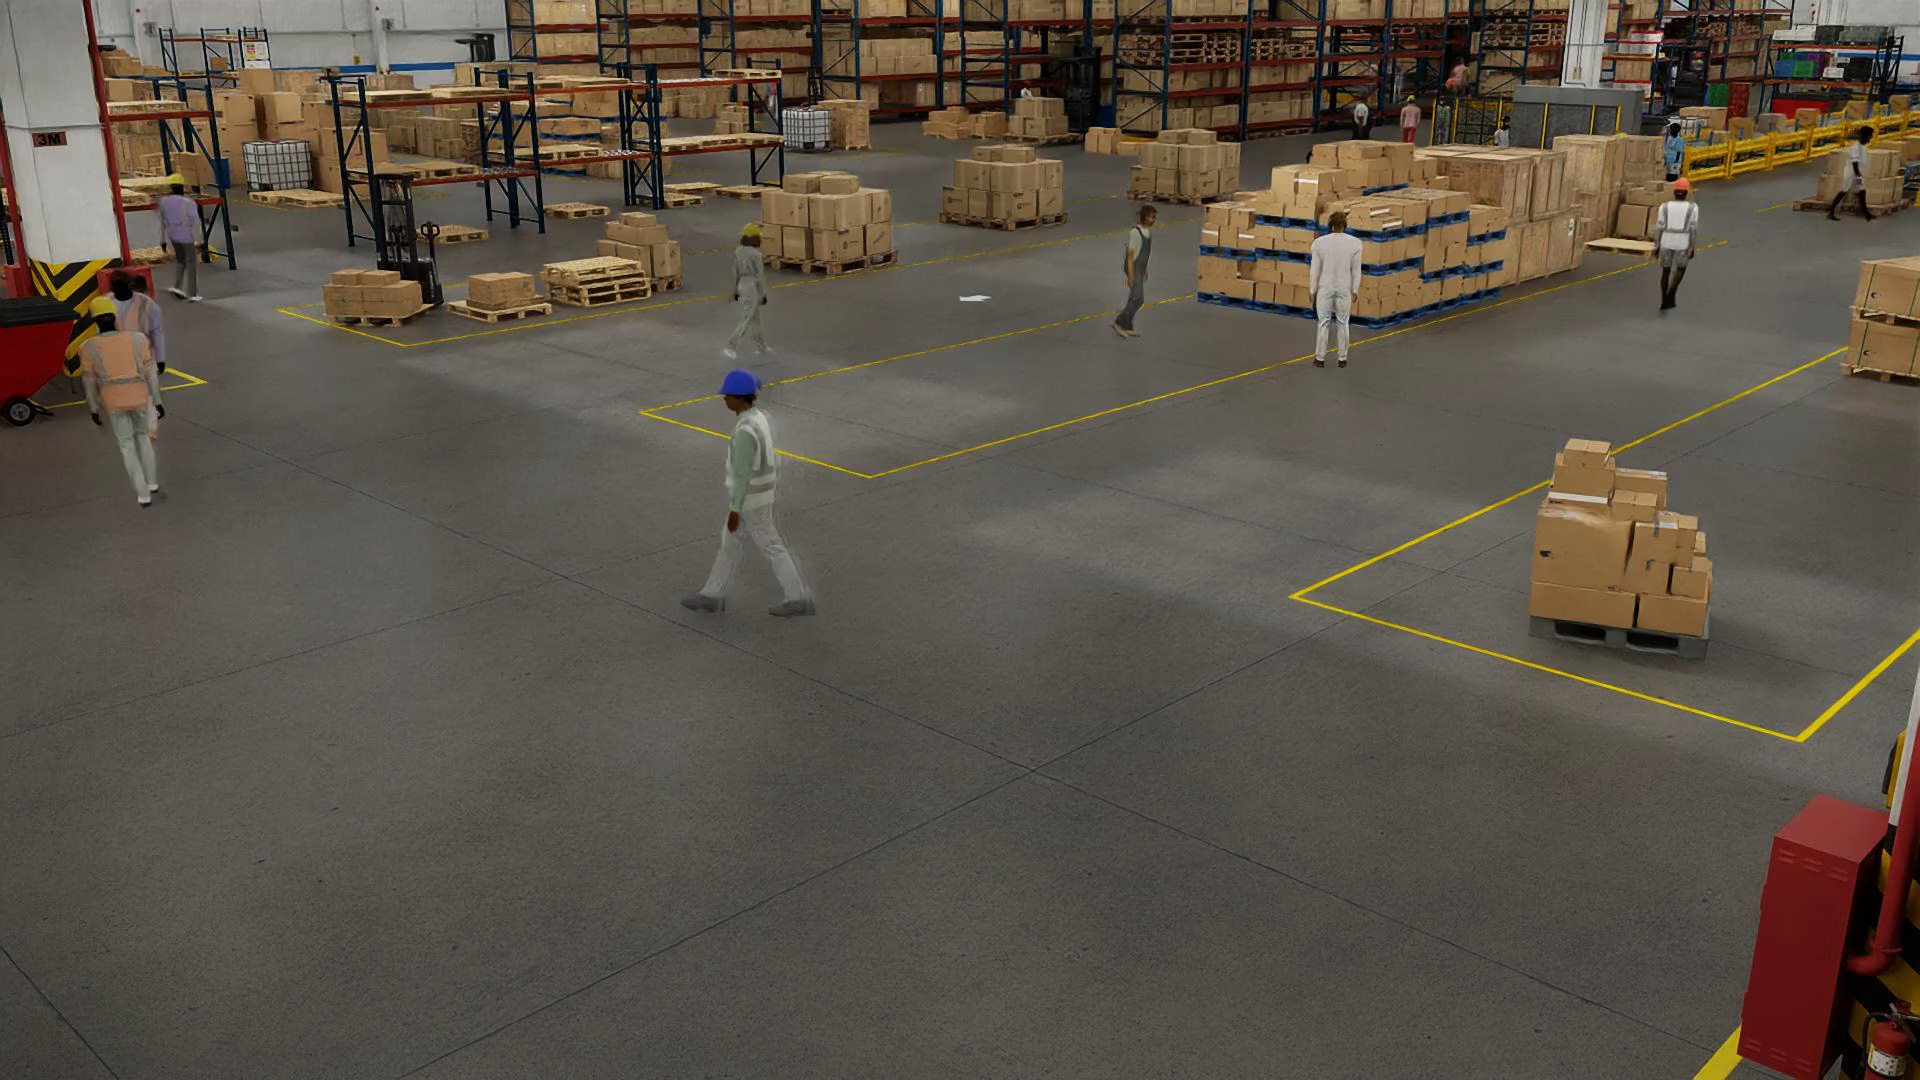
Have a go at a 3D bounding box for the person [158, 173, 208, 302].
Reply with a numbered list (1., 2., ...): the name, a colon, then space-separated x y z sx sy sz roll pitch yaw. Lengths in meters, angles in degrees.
1. person: -11.659 -4.534 24.966 0.624 1.905 0.449 2 18 7

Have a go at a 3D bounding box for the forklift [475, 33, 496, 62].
1. forklift: -18.639 -18.554 65.683 1.129 2.768 1.873 17 25 41

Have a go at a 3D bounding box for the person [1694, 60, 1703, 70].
1. person: 29.286 -18.146 66.103 0.587 1.826 0.404 -9 20 -25

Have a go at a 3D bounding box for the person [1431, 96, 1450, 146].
1. person: 13.668 -11.819 47.384 0.509 1.589 0.802 9 20 24

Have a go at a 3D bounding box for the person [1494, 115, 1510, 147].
1. person: 11.951 -8.417 36.721 0.328 1.872 0.514 17 25 42

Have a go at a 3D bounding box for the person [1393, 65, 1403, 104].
1. person: 17.470 -18.161 66.528 0.503 1.589 0.844 15 24 38

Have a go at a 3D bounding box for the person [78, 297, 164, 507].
1. person: -7.642 -1.272 15.156 0.611 1.887 0.792 -13 23 -35

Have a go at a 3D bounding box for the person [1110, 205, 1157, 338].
1. person: 2.365 -3.583 22.273 0.530 1.805 0.553 9 20 24

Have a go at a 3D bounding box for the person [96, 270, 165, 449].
1. person: -8.452 -1.822 16.940 0.652 1.808 0.882 -5 19 -14

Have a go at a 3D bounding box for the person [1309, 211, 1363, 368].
1. person: 4.626 -3.092 20.573 0.627 1.937 0.372 2 18 5

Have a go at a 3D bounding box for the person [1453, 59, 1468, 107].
1. person: 19.922 -18.251 66.361 0.965 1.867 0.656 -15 24 -38

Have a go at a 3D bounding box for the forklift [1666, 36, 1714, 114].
1. forklift: 27.341 -17.291 61.877 1.129 2.768 1.873 17 25 41

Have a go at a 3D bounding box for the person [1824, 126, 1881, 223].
1. person: 17.990 -7.312 33.330 0.625 1.908 1.021 -16 24 -39

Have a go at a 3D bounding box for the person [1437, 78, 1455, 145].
1. person: 14.434 -12.658 49.306 0.623 1.989 0.399 -14 23 -37

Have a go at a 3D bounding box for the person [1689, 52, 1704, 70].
1. person: 31.552 -19.948 71.392 0.582 1.915 0.582 10 21 27

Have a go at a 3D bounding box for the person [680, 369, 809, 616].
1. person: -1.596 -0.328 12.315 0.988 1.894 0.629 -1 18 -3

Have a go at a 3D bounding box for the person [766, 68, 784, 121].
1. person: -6.571 -15.830 59.119 0.656 1.827 0.444 -6 19 -18

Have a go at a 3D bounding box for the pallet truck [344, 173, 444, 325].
1. pallet truck: -8.209 -4.181 23.757 0.823 1.965 1.885 3 19 9

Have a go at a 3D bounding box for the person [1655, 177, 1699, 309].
1. person: 10.439 -4.321 24.287 0.563 1.928 0.423 12 22 31

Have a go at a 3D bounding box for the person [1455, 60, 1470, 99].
1. person: 21.241 -19.397 70.149 0.865 1.656 0.539 -16 24 -40

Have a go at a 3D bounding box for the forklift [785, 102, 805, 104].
1. forklift: -7.333 -18.966 66.923 1.873 2.768 1.129 17 25 41

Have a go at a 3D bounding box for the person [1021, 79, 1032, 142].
1. person: 2.061 -13.214 51.153 0.355 1.882 0.575 7 19 19

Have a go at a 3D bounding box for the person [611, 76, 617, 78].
1. person: -11.926 -15.247 57.675 0.509 1.629 0.315 16 24 40

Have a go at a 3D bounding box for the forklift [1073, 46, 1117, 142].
1. forklift: 3.926 -13.824 51.431 1.129 2.768 1.873 17 25 41

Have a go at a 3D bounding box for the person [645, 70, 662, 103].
1. person: -10.374 -14.986 56.457 0.598 1.910 0.385 5 19 15

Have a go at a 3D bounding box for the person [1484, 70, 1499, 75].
1. person: 22.923 -20.125 71.742 0.605 2.035 0.399 7 20 20

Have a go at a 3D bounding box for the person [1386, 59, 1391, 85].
1. person: 19.276 -21.278 75.583 0.873 1.803 0.600 -14 23 -36

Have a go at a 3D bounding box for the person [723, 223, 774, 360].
1. person: -2.722 -3.156 21.134 0.493 1.709 0.860 17 25 41

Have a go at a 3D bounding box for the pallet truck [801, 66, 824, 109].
1. pallet truck: -4.812 -15.182 56.903 0.823 1.965 1.885 -9 21 -26

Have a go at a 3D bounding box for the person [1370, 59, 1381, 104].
1. person: 16.557 -18.397 66.778 0.732 1.874 0.656 -3 19 -9

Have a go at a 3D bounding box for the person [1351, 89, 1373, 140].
1. person: 10.657 -10.802 43.638 0.885 2.000 0.711 1 18 2

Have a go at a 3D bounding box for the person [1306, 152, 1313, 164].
1. person: 5.879 -5.601 28.158 0.587 1.920 0.392 -7 20 -20

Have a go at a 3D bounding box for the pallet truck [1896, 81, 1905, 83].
1. pallet truck: 34.802 -16.331 61.455 0.653 1.274 1.630 17 25 41

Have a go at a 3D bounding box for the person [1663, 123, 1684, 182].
1. person: 15.854 -8.413 36.999 0.323 1.691 0.536 -2 18 -5

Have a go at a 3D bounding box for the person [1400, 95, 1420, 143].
1. person: 12.424 -11.404 45.960 0.525 1.723 0.913 6 19 18

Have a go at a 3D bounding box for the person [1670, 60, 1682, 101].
1. person: 30.072 -19.309 69.837 0.551 1.662 0.735 10 21 28

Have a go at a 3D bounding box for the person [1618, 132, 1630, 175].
1. person: 13.490 -7.538 34.286 0.518 1.733 0.864 -2 18 -6
